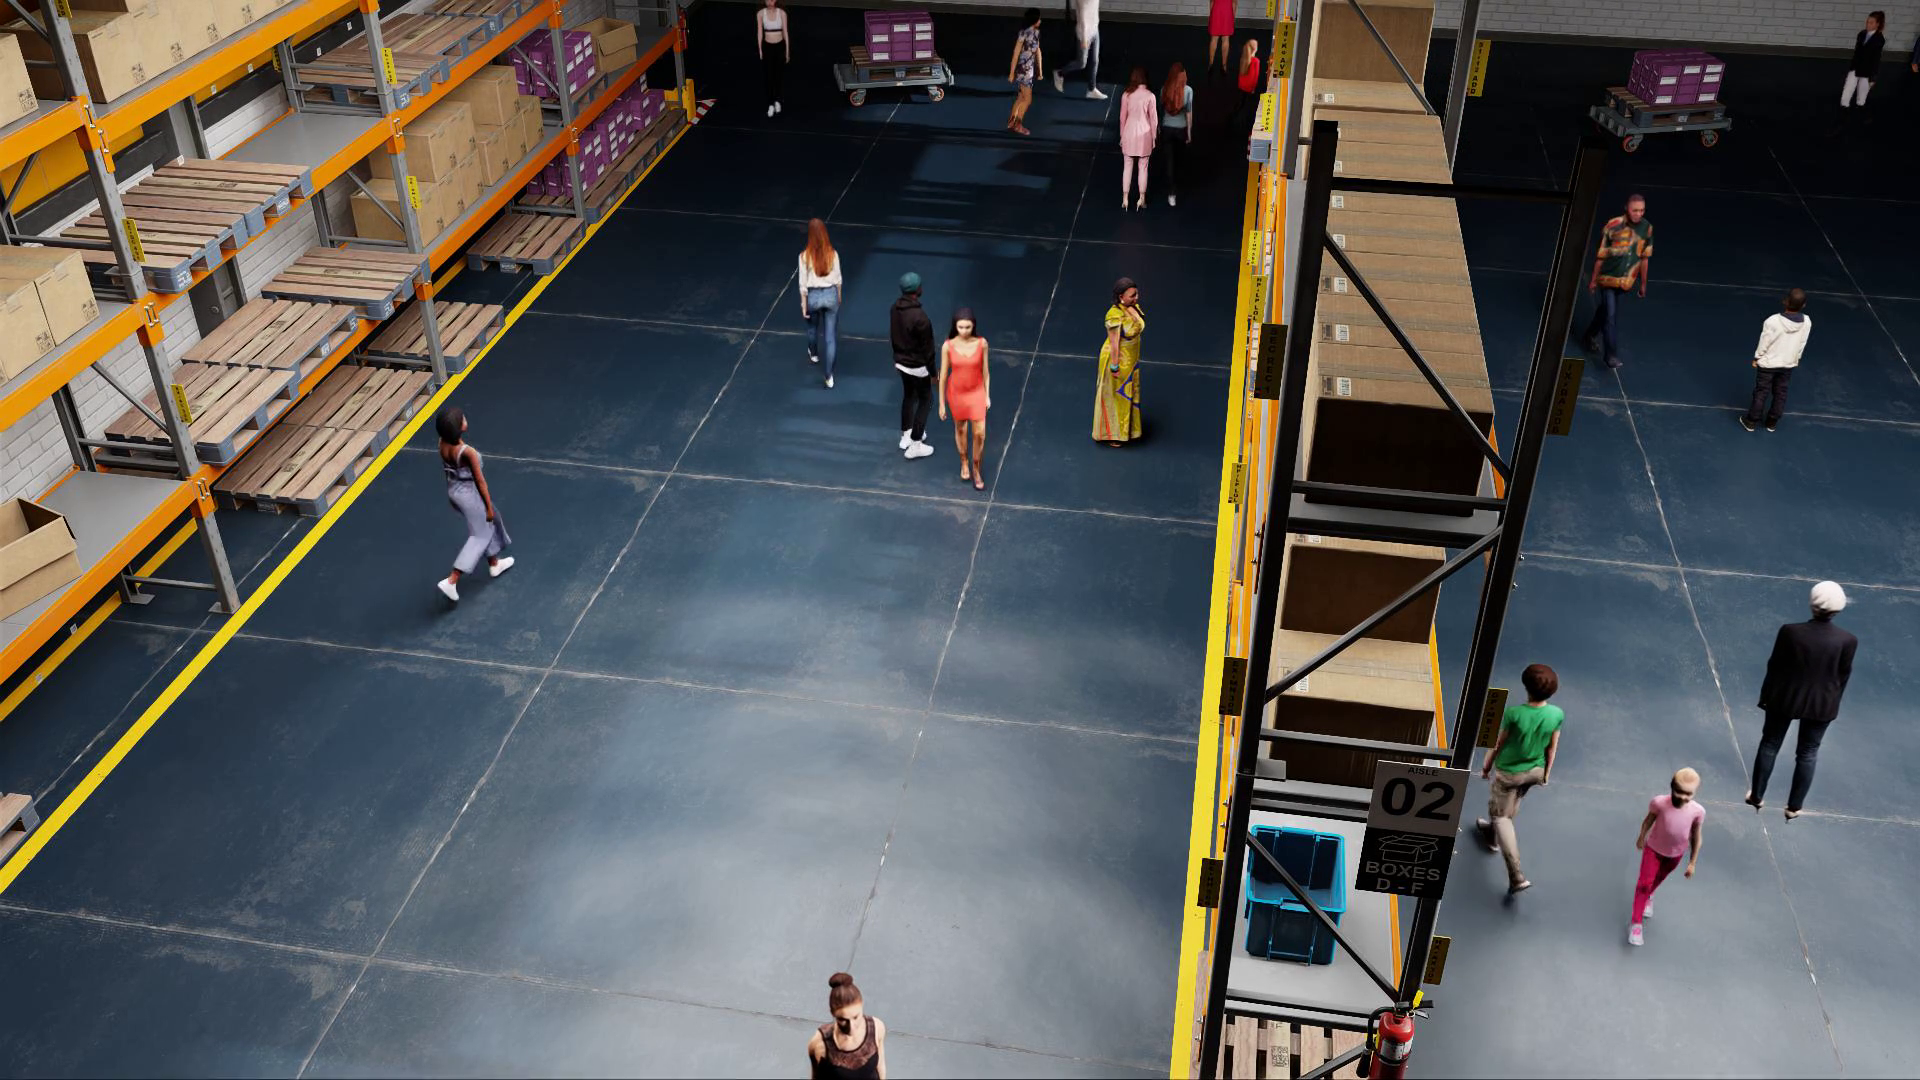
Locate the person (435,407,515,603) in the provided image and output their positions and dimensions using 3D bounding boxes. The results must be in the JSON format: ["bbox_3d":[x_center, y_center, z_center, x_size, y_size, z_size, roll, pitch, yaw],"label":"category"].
[{"bbox_3d":[-4.020,-0.280,13.418,0.881,1.673,1.132,22,39,29],"label":"person"}]

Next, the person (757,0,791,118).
[{"bbox_3d":[-2.589,-6.846,23.246,0.712,1.728,0.851,-4,34,-7],"label":"person"}]

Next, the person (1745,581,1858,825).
[{"bbox_3d":[5.354,1.034,10.491,0.782,1.777,0.692,16,37,22],"label":"person"}]

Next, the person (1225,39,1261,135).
[{"bbox_3d":[3.871,-6.147,22.613,0.917,1.264,0.795,-29,43,-36],"label":"person"}]

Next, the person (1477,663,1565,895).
[{"bbox_3d":[3.624,1.549,10.711,0.786,1.623,1.128,-4,34,-5],"label":"person"}]

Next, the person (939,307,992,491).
[{"bbox_3d":[0.047,-1.334,14.974,0.729,1.706,0.791,-3,34,-4],"label":"person"}]

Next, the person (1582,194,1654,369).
[{"bbox_3d":[6.662,-2.696,16.972,0.931,1.761,1.232,-4,34,-6],"label":"person"}]

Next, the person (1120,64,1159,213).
[{"bbox_3d":[2.151,-4.877,20.216,0.603,1.804,0.506,6,34,9],"label":"person"}]

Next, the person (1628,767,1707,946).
[{"bbox_3d":[4.467,1.899,10.522,0.530,1.250,0.817,8,34,12],"label":"person"}]

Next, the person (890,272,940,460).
[{"bbox_3d":[-0.436,-1.595,15.270,0.864,1.813,0.810,-24,40,-31],"label":"person"}]

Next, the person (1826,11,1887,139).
[{"bbox_3d":[12.167,-6.239,22.356,0.995,1.703,1.033,-14,36,-20],"label":"person"}]

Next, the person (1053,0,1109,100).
[{"bbox_3d":[1.730,-7.194,23.677,0.995,1.831,1.109,18,38,25],"label":"person"}]

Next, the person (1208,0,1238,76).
[{"bbox_3d":[3.880,-7.779,24.649,0.598,1.729,0.581,11,35,16],"label":"person"}]

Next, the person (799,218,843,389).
[{"bbox_3d":[-1.353,-2.312,16.459,0.761,1.689,1.058,-3,34,-4],"label":"person"}]

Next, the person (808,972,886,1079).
[{"bbox_3d":[-0.573,2.893,8.644,0.677,1.673,0.714,-13,36,-19],"label":"person"}]

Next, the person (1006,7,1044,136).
[{"bbox_3d":[0.801,-6.319,22.476,0.786,1.703,0.721,25,41,33],"label":"person"}]

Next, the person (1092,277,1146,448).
[{"bbox_3d":[1.506,-1.693,15.555,1.001,1.660,0.834,15,37,22],"label":"person"}]

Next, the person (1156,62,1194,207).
[{"bbox_3d":[2.626,-4.943,20.412,0.667,1.695,1.120,3,34,5],"label":"person"}]

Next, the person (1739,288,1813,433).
[{"bbox_3d":[7.749,-1.699,15.749,0.588,1.455,0.526,3,34,5],"label":"person"}]
